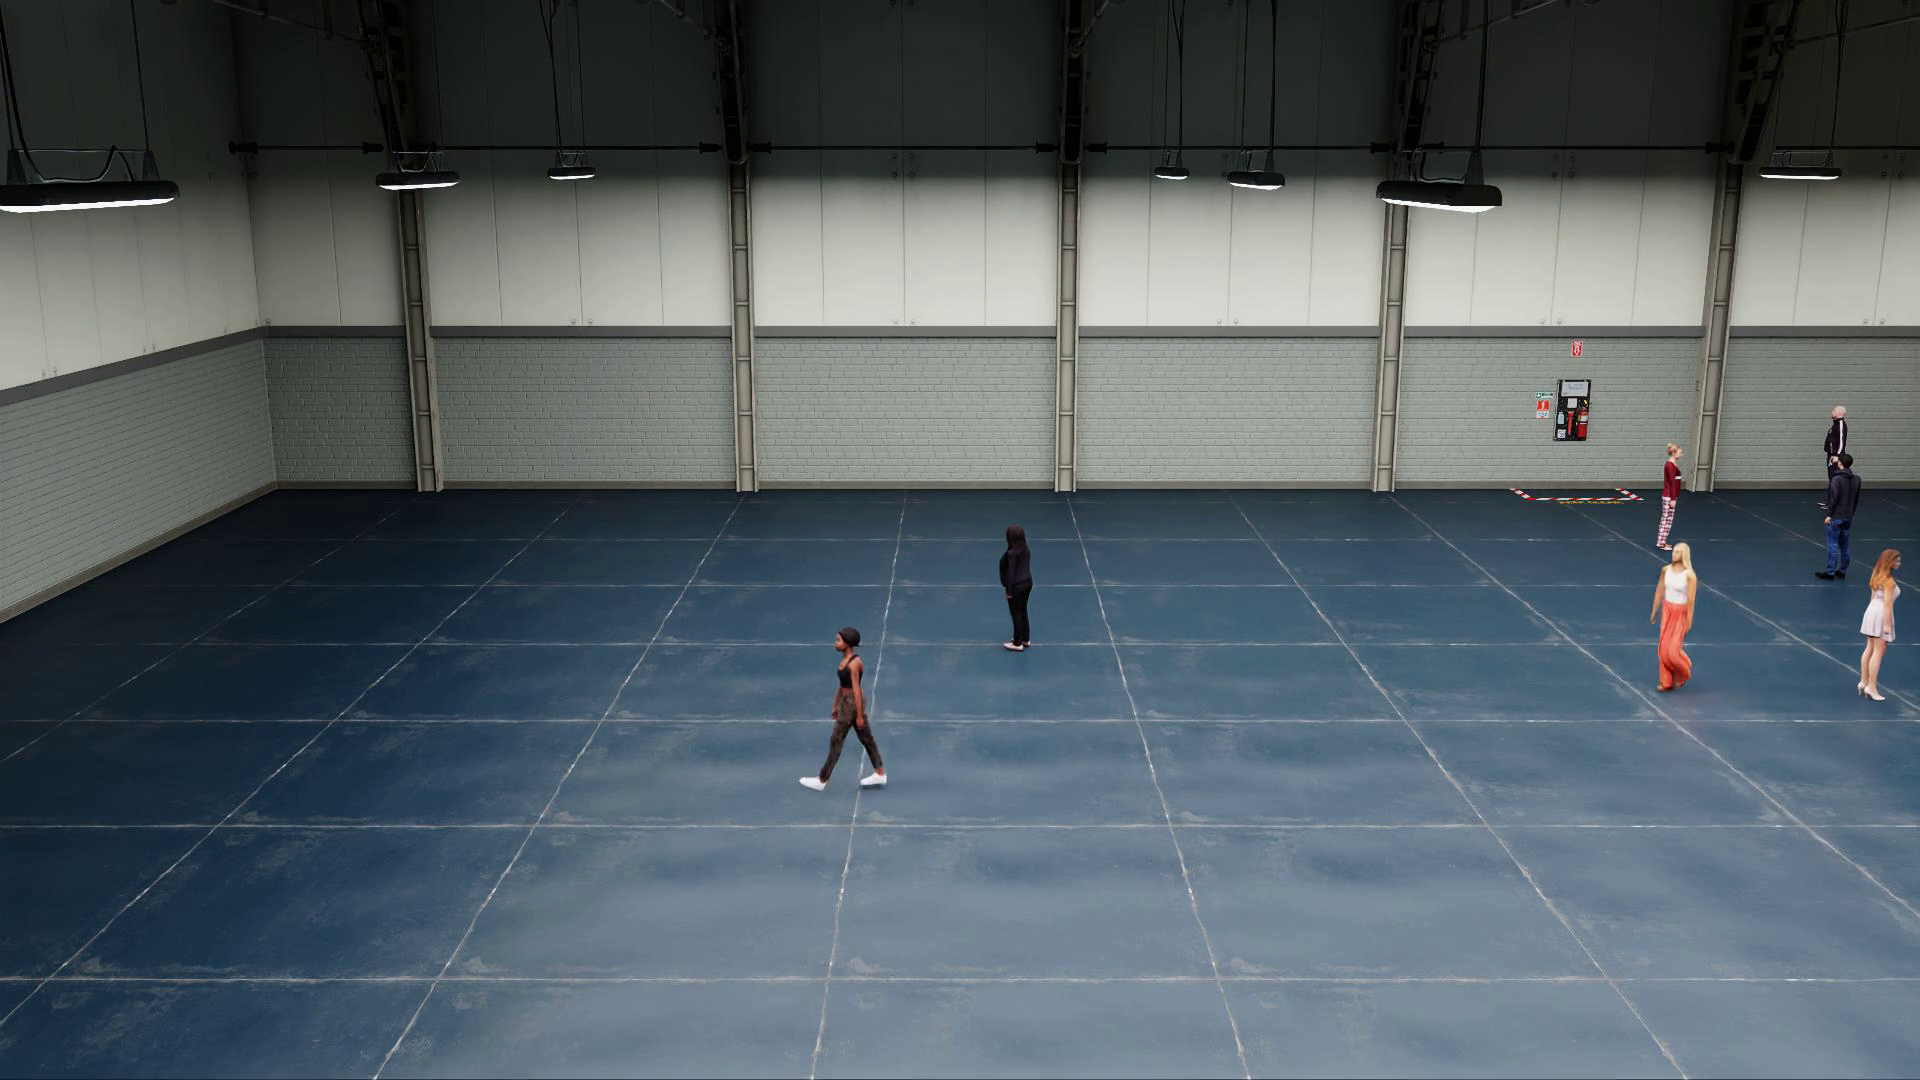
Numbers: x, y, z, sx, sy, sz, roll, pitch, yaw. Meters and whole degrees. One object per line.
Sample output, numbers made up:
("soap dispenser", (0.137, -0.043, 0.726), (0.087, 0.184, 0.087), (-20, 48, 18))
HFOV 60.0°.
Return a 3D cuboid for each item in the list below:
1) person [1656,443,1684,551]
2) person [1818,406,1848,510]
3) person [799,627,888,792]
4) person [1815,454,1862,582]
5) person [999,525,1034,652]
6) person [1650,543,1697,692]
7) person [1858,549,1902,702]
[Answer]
("person", (11.369, -0.704, 26.625), (0.627, 1.700, 0.684), (5, 14, 19))
("person", (15.626, -1.481, 29.677), (0.710, 1.836, 0.755), (5, 14, 20))
("person", (-0.969, 1.683, 16.418), (1.163, 1.654, 0.765), (-3, 13, -13))
("person", (13.060, -0.349, 24.664), (0.636, 1.894, 0.808), (-5, 14, -19))
("person", (0.749, 0.598, 21.192), (0.746, 1.615, 0.721), (5, 14, 22))
("person", (8.445, 0.903, 19.486), (0.898, 1.791, 0.799), (-6, 14, -23))
("person", (10.640, 0.966, 19.259), (0.616, 1.769, 0.597), (2, 13, 8))
